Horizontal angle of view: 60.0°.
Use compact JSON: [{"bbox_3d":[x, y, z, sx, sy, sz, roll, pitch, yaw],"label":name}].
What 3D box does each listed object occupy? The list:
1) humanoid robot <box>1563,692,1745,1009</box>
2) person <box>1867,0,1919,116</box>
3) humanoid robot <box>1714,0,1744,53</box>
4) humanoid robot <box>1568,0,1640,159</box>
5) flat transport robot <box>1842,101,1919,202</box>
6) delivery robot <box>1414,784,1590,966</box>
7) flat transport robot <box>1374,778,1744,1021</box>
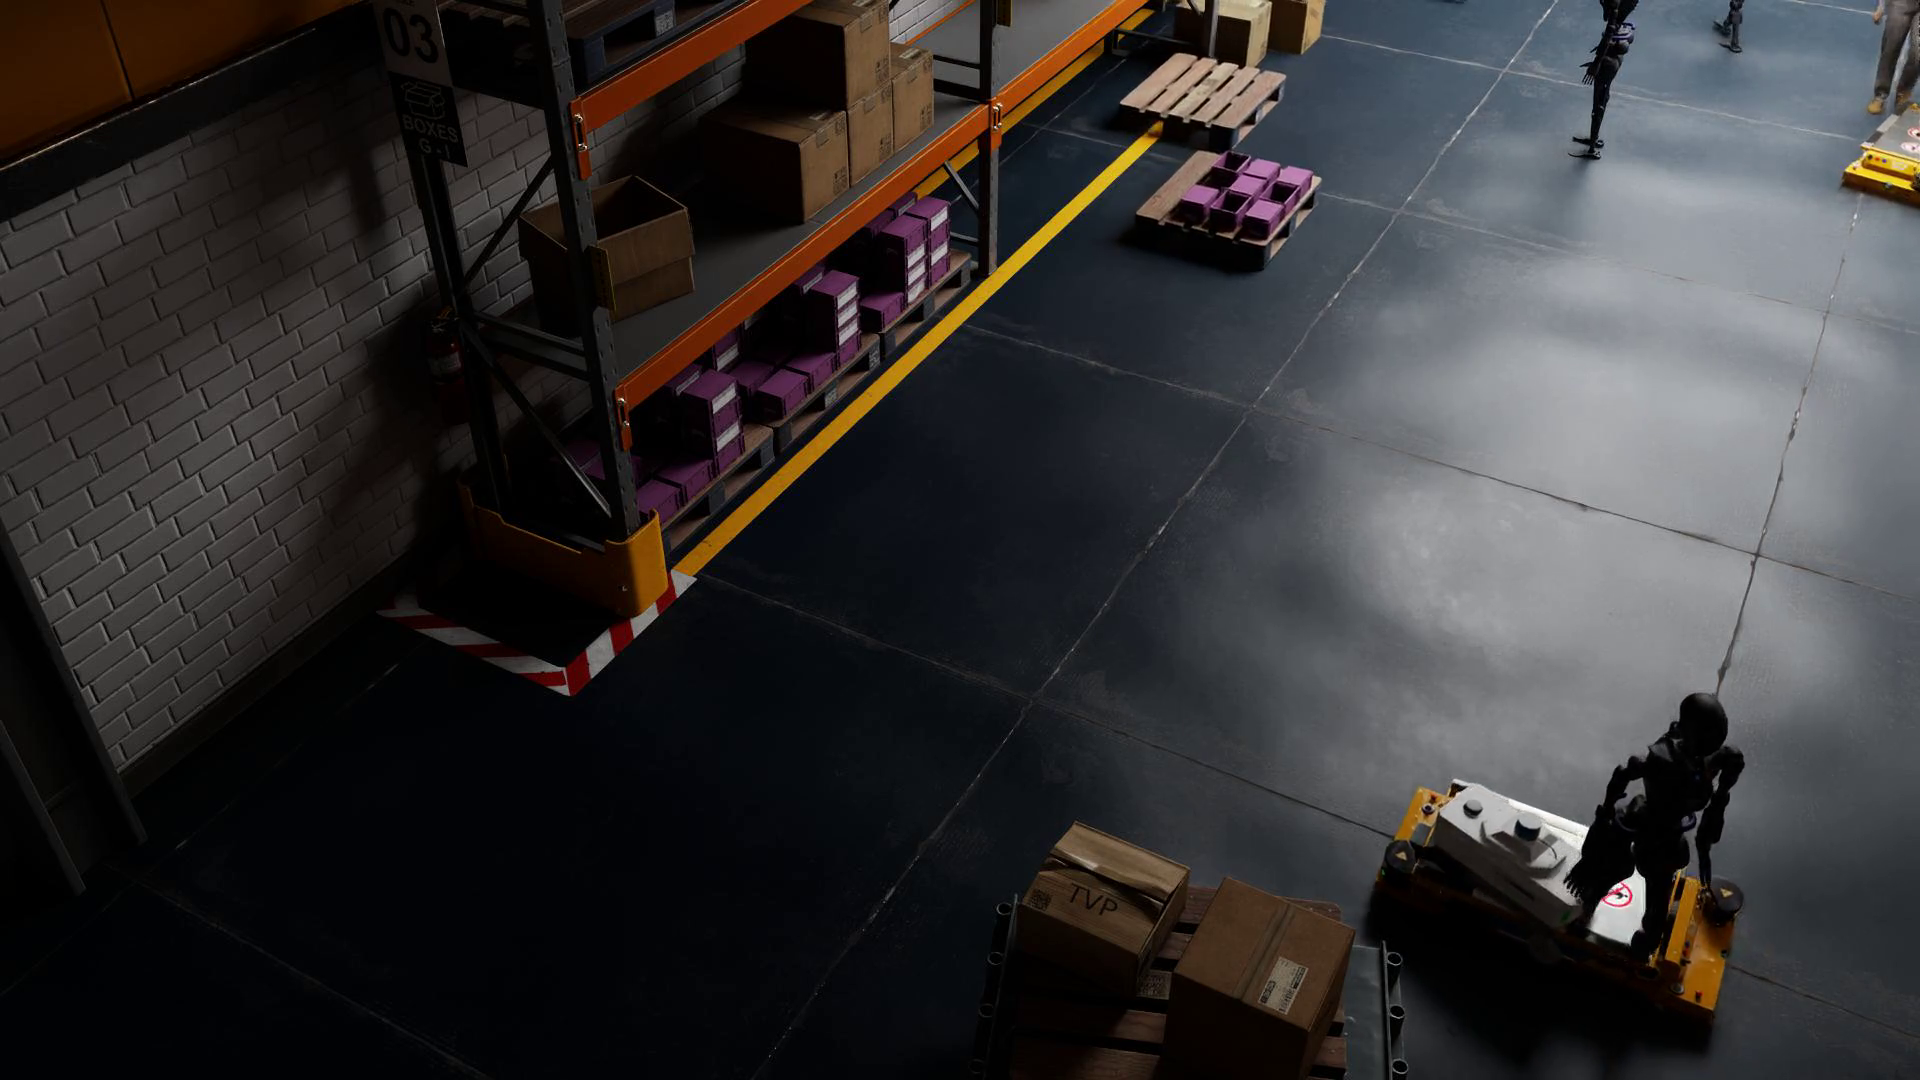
[{"bbox_3d":[2.713,1.192,6.613,0.587,1.638,0.458,-6,39,-8],"label":"humanoid robot"},{"bbox_3d":[7.643,-4.267,13.279,0.564,1.864,0.510,17,42,20],"label":"person"},{"bbox_3d":[6.912,-5.171,14.569,0.607,1.640,0.617,-9,40,-11],"label":"humanoid robot"},{"bbox_3d":[4.982,-3.767,12.791,0.315,1.657,0.599,18,42,21],"label":"humanoid robot"},{"bbox_3d":[7.500,-3.045,13.027,0.659,0.231,1.431,28,46,30],"label":"flat transport robot"},{"bbox_3d":[2.397,1.412,7.241,0.499,0.614,0.812,-28,46,-30],"label":"delivery robot"},{"bbox_3d":[2.620,1.535,7.301,1.431,0.231,0.659,19,42,22],"label":"flat transport robot"}]
